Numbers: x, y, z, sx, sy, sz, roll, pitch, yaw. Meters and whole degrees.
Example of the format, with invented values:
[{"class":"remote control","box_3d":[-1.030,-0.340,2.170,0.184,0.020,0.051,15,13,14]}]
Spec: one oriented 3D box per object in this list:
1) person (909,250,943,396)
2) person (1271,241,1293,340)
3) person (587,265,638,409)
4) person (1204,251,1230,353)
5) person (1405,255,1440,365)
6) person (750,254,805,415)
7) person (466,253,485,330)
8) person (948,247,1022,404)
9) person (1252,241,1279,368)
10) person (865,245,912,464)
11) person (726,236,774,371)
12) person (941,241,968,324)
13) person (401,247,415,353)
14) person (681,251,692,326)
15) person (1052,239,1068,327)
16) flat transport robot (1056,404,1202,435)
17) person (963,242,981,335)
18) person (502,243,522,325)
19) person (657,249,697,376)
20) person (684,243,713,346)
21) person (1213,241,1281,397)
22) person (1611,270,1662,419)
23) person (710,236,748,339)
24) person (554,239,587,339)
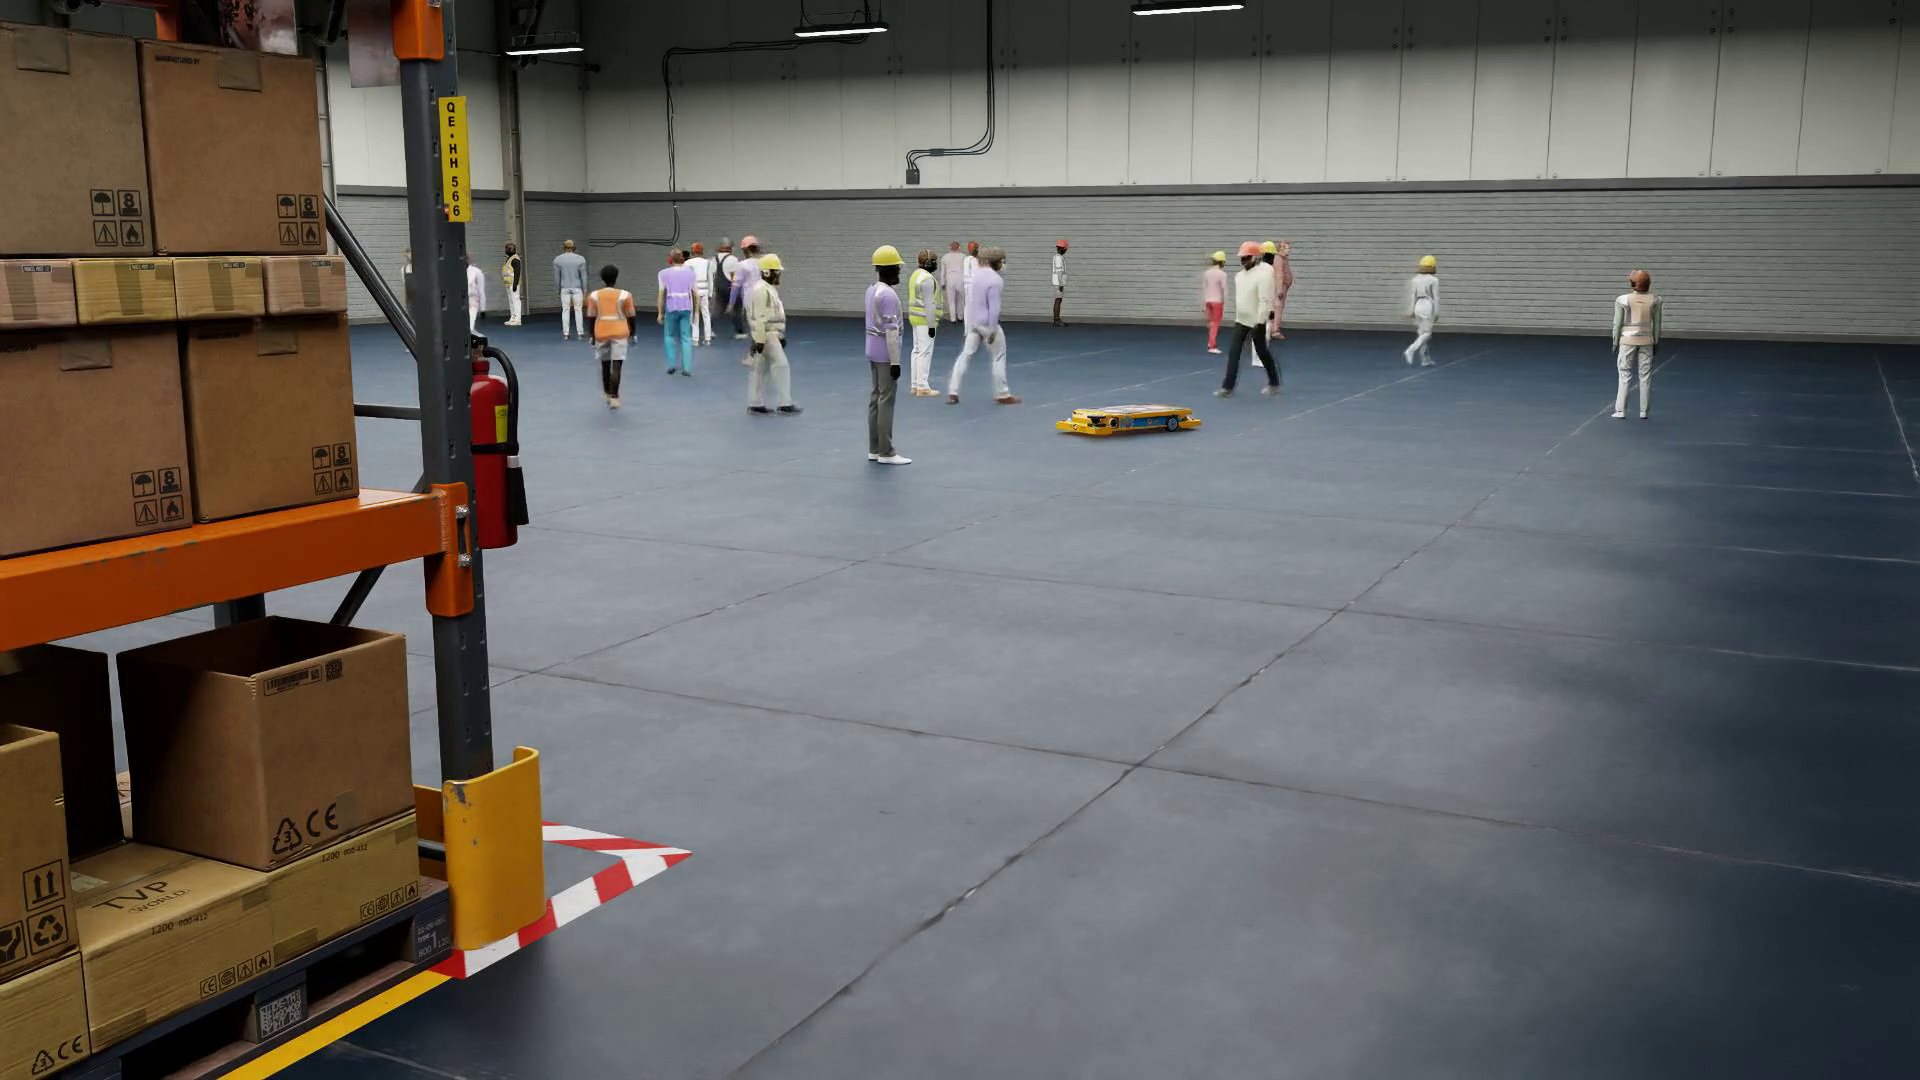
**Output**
[{"class":"person","box_3d":[-0.424,-2.736,21.032,0.430,1.837,0.626,-3,11,-16]},{"class":"person","box_3d":[6.277,-4.864,32.433,0.402,1.906,0.652,2,11,10]},{"class":"person","box_3d":[-4.073,-2.394,19.614,0.547,1.661,0.814,1,10,4]},{"class":"person","box_3d":[4.429,-4.073,28.547,0.460,1.749,0.543,-6,12,-30]},{"class":"person","box_3d":[7.159,-3.541,25.732,0.705,1.719,0.488,-7,13,-34]},{"class":"person","box_3d":[-2.045,-2.300,18.712,0.749,1.803,0.609,-1,10,-4]},{"class":"person","box_3d":[-7.768,-3.627,26.030,0.635,1.794,0.984,2,11,11]},{"class":"person","box_3d":[0.254,-2.540,19.863,0.860,1.895,0.643,-7,12,-32]},{"class":"person","box_3d":[4.671,-3.600,25.489,0.378,1.927,0.590,-3,11,-16]},{"class":"person","box_3d":[-0.647,-1.635,14.772,0.374,1.928,0.606,-4,11,-20]},{"class":"person","box_3d":[-3.147,-3.529,24.912,0.647,1.985,0.986,-10,14,-42]},{"class":"person","box_3d":[-0.101,-5.927,38.320,0.679,1.864,0.933,0,10,3]},{"class":"person","box_3d":[-9.378,-4.154,28.796,0.514,1.828,0.750,2,11,12]},{"class":"person","box_3d":[-6.177,-5.596,37.030,0.552,1.680,0.554,9,14,41]},{"class":"person","box_3d":[2.231,-5.697,36.902,0.362,1.934,0.543,0,10,-3]},{"class":"flat transport robot","box_3d":[1.755,-1.259,17.237,1.431,0.197,0.652,-7,13,-34]},{"class":"person","box_3d":[0.260,-5.105,33.810,0.355,1.883,0.576,-5,11,-25]},{"class":"person","box_3d":[-10.104,-5.764,37.515,0.429,1.846,0.626,-6,12,-29]},{"class":"person","box_3d":[-4.108,-3.284,24.060,0.621,1.813,0.658,-5,12,-25]},{"class":"person","box_3d":[-4.818,-4.523,30.634,0.586,1.882,0.340,-7,13,-35]},{"class":"person","box_3d":[3.683,-2.771,20.919,1.009,1.950,0.630,-7,12,-32]},{"class":"person","box_3d":[7.451,-2.147,18.334,0.514,1.645,0.308,1,10,6]},{"class":"person","box_3d":[-4.592,-4.936,32.461,0.686,2.000,0.923,8,13,36]},{"class":"person","box_3d":[-7.580,-4.880,32.432,0.630,1.940,0.372,-1,10,-4]}]
